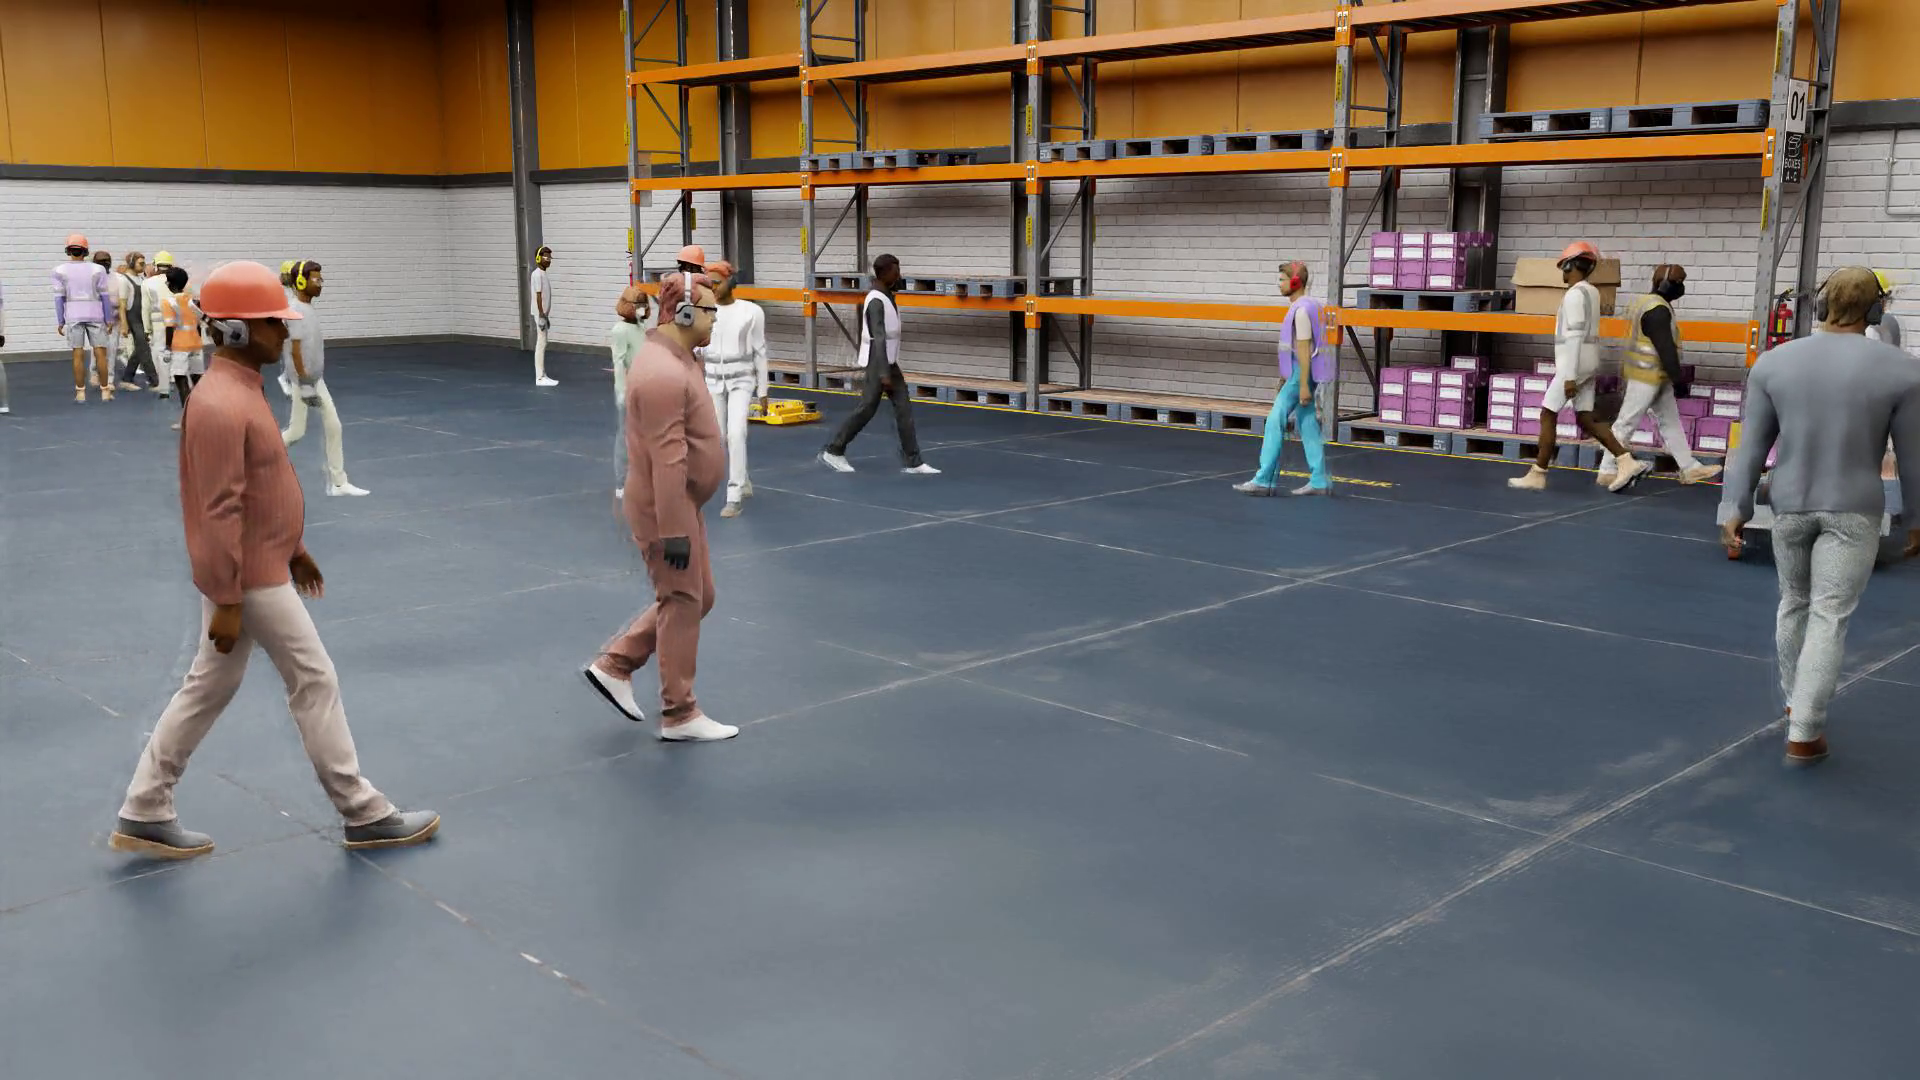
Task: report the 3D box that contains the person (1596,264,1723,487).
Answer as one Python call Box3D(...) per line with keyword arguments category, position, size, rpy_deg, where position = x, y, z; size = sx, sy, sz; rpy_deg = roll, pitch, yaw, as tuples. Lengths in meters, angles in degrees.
Box3D(category="person", position=(5.601, -1.286, 13.241), size=(0.976, 1.788, 0.631), rpy_deg=(5, 11, 25))

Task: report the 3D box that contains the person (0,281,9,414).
Box3D(category="person", position=(-11.036, -2.354, 18.698), size=(0.387, 1.922, 0.593), rpy_deg=(4, 11, 22))

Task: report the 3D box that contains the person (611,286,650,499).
Box3D(category="person", position=(-2.513, -1.134, 12.838), size=(0.276, 1.631, 0.507), rpy_deg=(3, 11, 13))

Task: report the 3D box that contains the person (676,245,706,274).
Box3D(category="person", position=(-2.523, -1.779, 15.553), size=(0.375, 1.928, 0.542), rpy_deg=(-4, 11, -19))

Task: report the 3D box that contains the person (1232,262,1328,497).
Box3D(category="person", position=(2.494, -1.226, 12.849), size=(0.851, 1.809, 0.591), rpy_deg=(2, 11, 13))

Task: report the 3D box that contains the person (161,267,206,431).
Box3D(category="person", position=(-8.081, -1.985, 17.307), size=(0.317, 1.695, 0.540), rpy_deg=(3, 11, 15))

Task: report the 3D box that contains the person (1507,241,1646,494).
Box3D(category="person", position=(4.915, -1.349, 13.065), size=(0.985, 1.993, 0.626), rpy_deg=(7, 12, 33))

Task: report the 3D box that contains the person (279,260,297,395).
Box3D(category="person", position=(-8.262, -2.584, 20.502), size=(0.690, 1.717, 0.491), rpy_deg=(7, 12, 33))

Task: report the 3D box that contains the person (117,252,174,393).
Box3D(category="person", position=(-10.588, -2.803, 21.448), size=(0.795, 1.818, 0.529), rpy_deg=(1, 10, 5))

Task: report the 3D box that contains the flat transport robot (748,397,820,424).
Box3D(category="flat transport robot", position=(-2.290, -1.436, 18.205), size=(1.431, 0.197, 0.652), rpy_deg=(7, 12, 33))

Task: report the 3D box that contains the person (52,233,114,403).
Box3D(category="person", position=(-10.610, -2.680, 20.145), size=(0.605, 2.045, 0.379), rpy_deg=(-5, 12, -26))

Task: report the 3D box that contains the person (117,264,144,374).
Box3D(category="person", position=(-12.197, -3.227, 24.333), size=(0.525, 1.598, 0.559), rpy_deg=(4, 11, 21))

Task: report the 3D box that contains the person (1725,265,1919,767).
Box3D(category="person", position=(3.440, -0.114, 6.538), size=(0.672, 1.897, 0.932), rpy_deg=(10, 14, 42))

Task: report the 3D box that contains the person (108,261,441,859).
Box3D(category="person", position=(-2.300, 0.088, 5.343), size=(1.014, 1.953, 0.618), rpy_deg=(-4, 11, -23))

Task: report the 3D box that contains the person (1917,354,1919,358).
Box3D(category="person", position=(6.876, -0.998, 11.652), size=(0.646, 1.809, 0.643), rpy_deg=(-6, 12, -30))

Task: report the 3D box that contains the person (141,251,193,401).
Box3D(category="person", position=(-9.690, -2.616, 20.374), size=(0.602, 1.830, 0.404), rpy_deg=(-7, 13, -34))

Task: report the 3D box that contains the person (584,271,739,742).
Box3D(category="person", position=(-1.192, -0.119, 6.619), size=(0.527, 1.886, 0.659), rpy_deg=(-1, 10, -6))

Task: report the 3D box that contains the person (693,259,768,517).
Box3D(category="person", position=(-1.694, -1.137, 12.276), size=(0.592, 1.860, 0.859), rpy_deg=(2, 11, 8))

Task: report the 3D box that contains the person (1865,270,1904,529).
Box3D(category="person", position=(6.344, -0.979, 11.592), size=(0.902, 1.791, 0.596), rpy_deg=(8, 13, 38))

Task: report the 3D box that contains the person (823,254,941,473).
Box3D(category="person", position=(-0.698, -1.485, 14.125), size=(0.996, 1.885, 0.600), rpy_deg=(2, 11, 12))

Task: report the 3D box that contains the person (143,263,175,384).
Box3D(category="person", position=(-10.937, -2.932, 22.624), size=(0.306, 1.639, 0.522), rpy_deg=(8, 13, 39))

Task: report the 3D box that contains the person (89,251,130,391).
Box3D(category="person", position=(-11.098, -2.834, 21.590), size=(0.444, 1.820, 0.640), rpy_deg=(10, 14, 44))

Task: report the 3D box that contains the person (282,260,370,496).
Box3D(category="person", position=(-5.090, -1.224, 12.793), size=(0.867, 1.840, 0.526), rpy_deg=(1, 10, 4))

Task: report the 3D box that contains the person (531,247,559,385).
Box3D(category="person", position=(-5.636, -3.027, 22.535), size=(0.335, 1.865, 0.519), rpy_deg=(-1, 10, -8))
